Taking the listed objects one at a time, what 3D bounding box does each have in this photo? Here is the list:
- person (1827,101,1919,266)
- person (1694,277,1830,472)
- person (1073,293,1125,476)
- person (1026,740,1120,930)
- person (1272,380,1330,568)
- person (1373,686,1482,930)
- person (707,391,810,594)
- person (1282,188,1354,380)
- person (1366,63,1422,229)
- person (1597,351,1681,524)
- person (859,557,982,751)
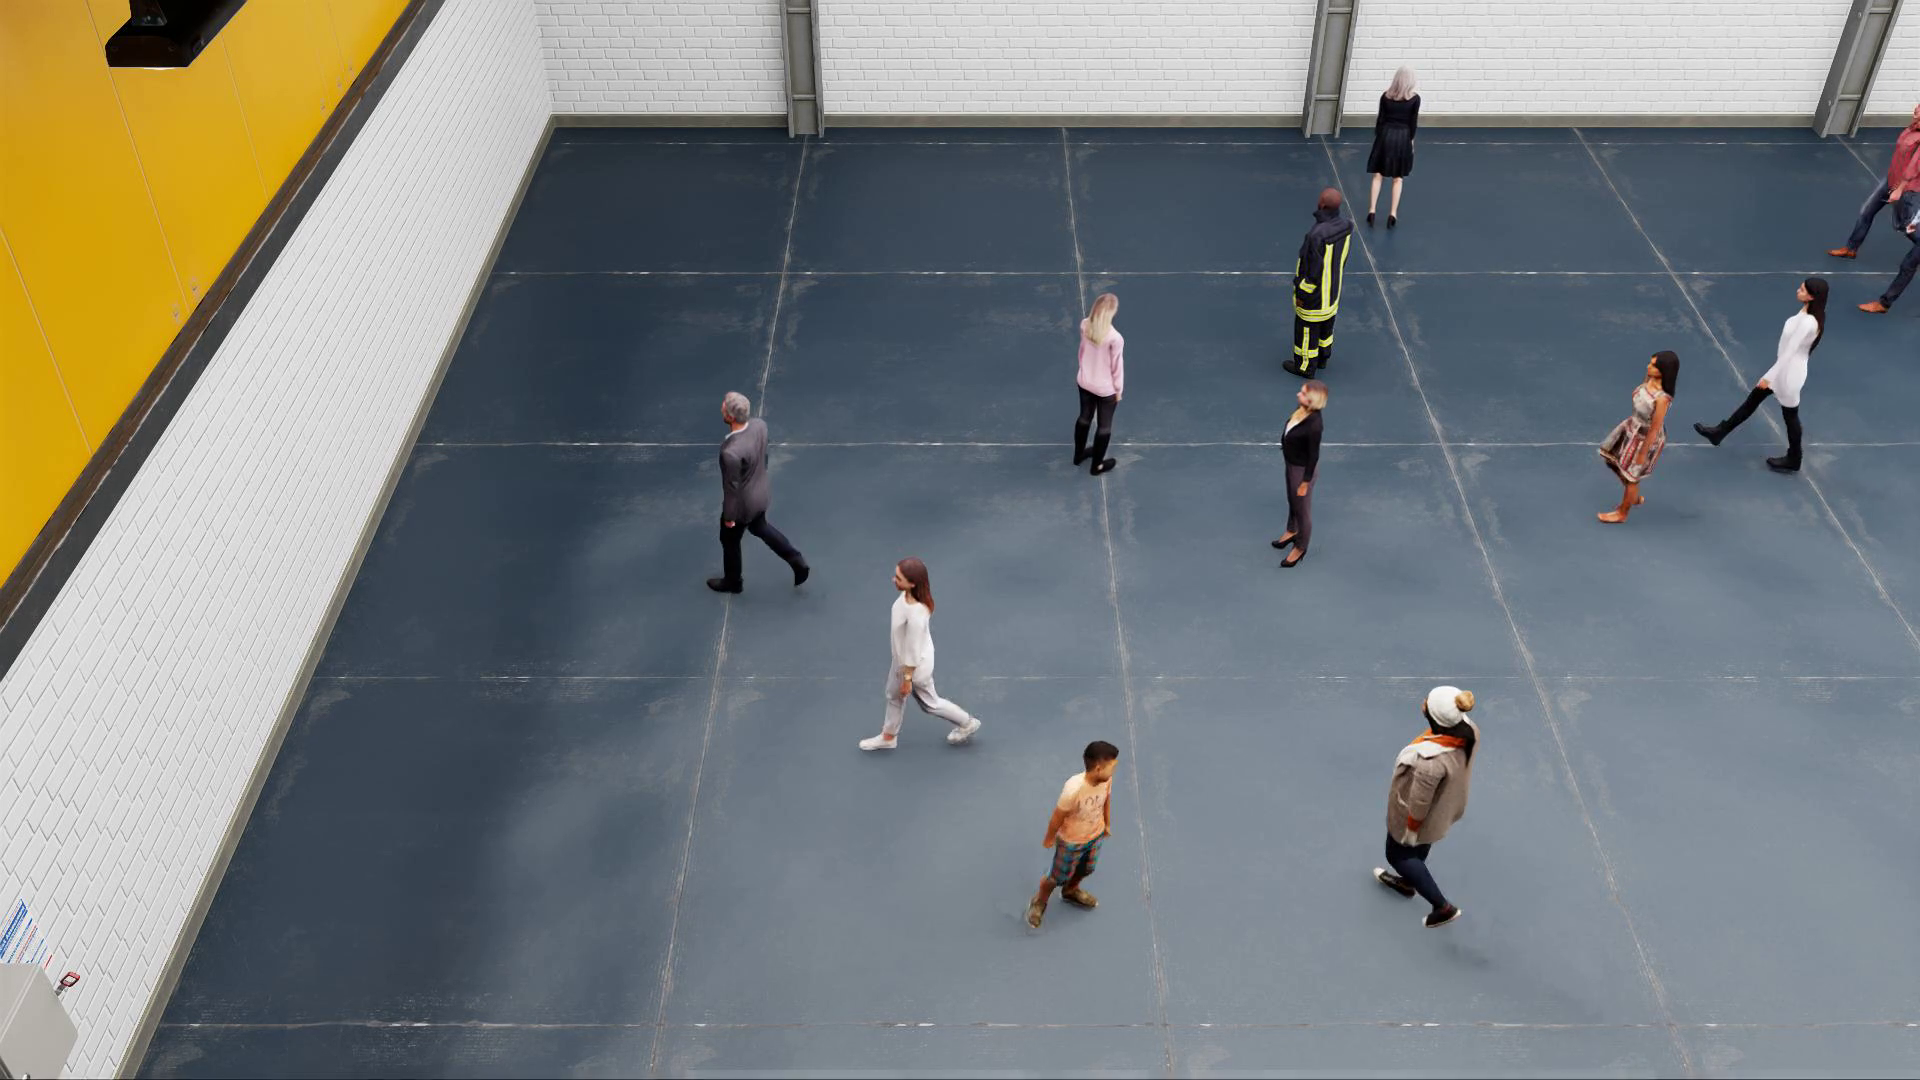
[{"bbox_3d":[9.395,-3.500,16.410,1.219,1.794,0.773,3,39,4],"label":"person"},{"bbox_3d":[6.909,-1.306,13.694,1.224,1.757,0.985,18,42,22],"label":"person"},{"bbox_3d":[1.129,-1.289,13.733,0.742,1.682,0.686,-31,48,-33],"label":"person"},{"bbox_3d":[0.671,1.772,10.099,0.728,1.432,0.838,-15,41,-18],"label":"person"},{"bbox_3d":[2.635,-0.518,12.776,0.527,1.672,0.592,-2,39,-2],"label":"person"},{"bbox_3d":[2.884,1.599,9.961,1.039,1.876,0.973,30,48,32],"label":"person"},{"bbox_3d":[-1.542,-0.305,12.393,1.176,1.816,0.983,13,41,16],"label":"person"},{"bbox_3d":[3.227,-2.318,14.909,0.854,1.821,0.921,-31,48,-32],"label":"person"},{"bbox_3d":[4.470,-4.064,17.158,0.598,1.742,0.735,11,40,14],"label":"person"},{"bbox_3d":[5.472,-0.801,13.156,0.678,1.639,0.636,1,39,1],"label":"person"},{"bbox_3d":[-0.231,0.800,11.135,1.113,1.659,0.723,-6,39,-8],"label":"person"}]
